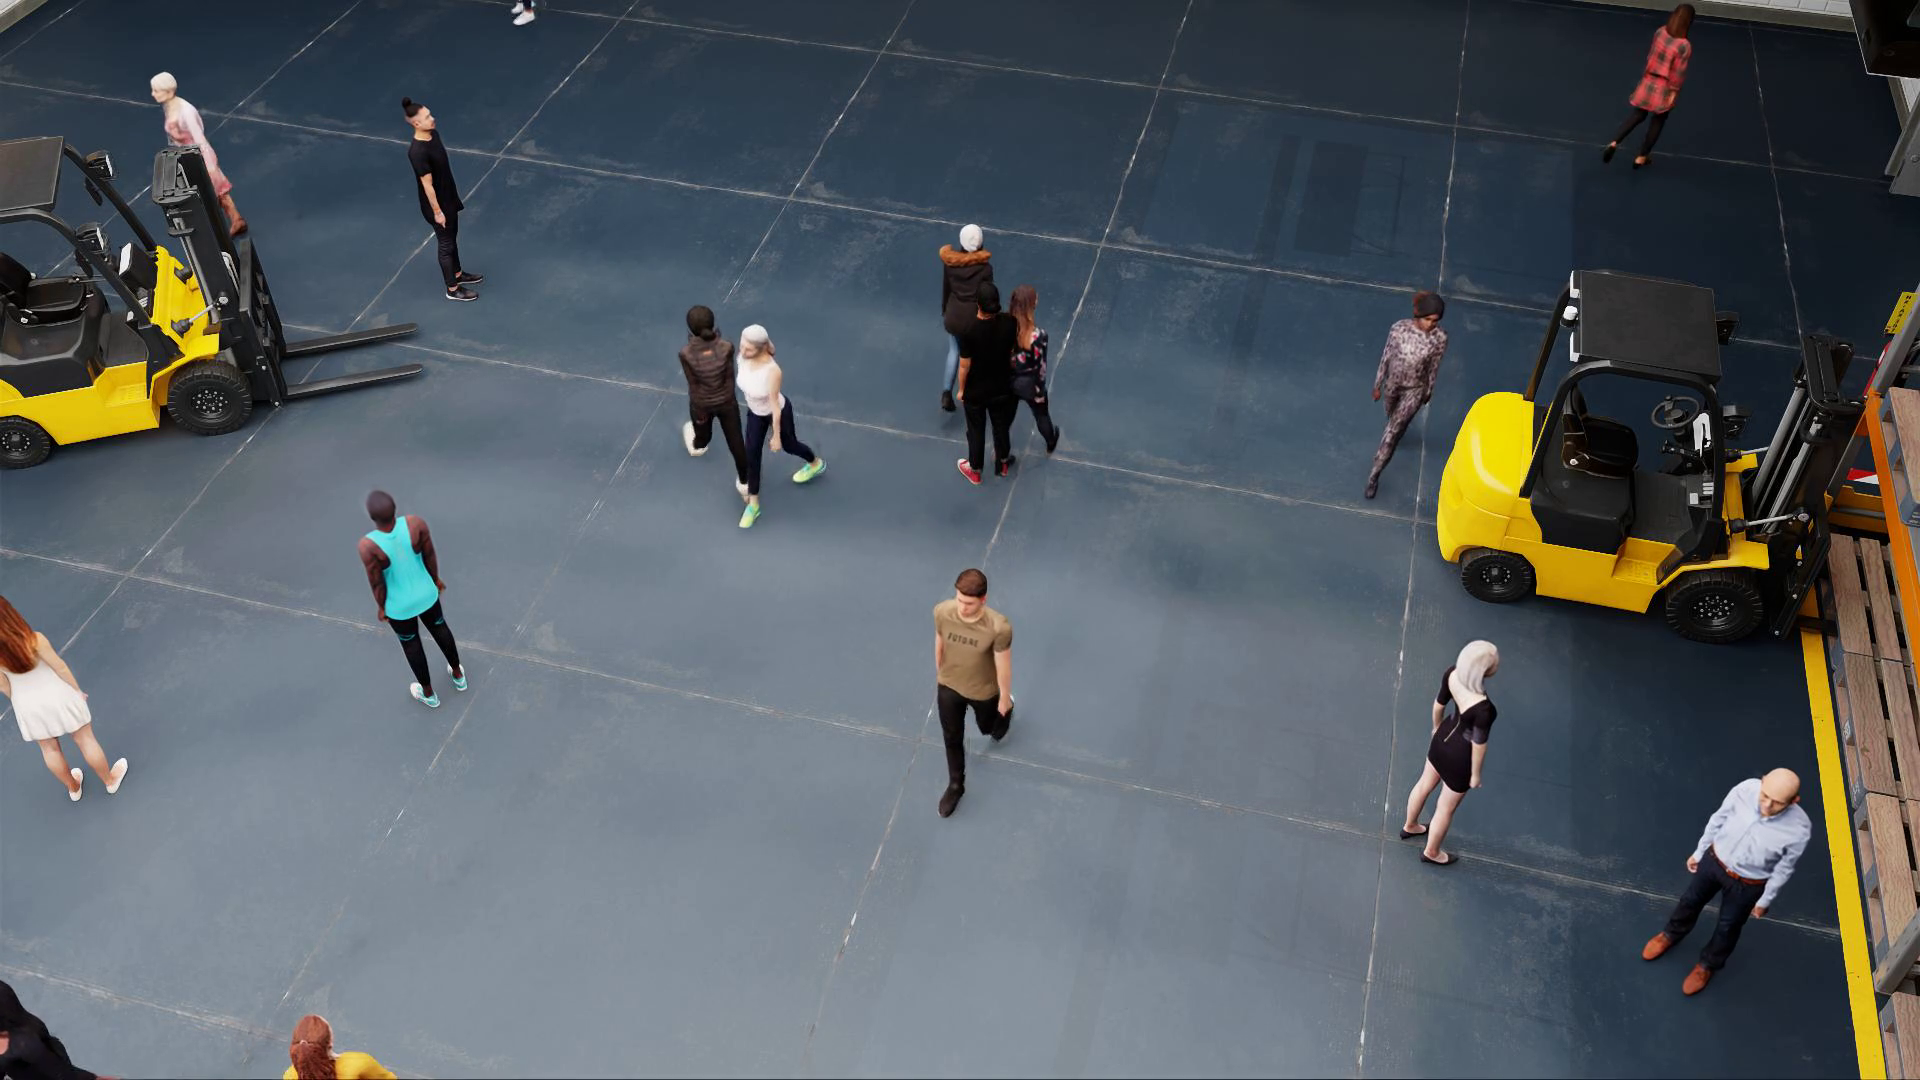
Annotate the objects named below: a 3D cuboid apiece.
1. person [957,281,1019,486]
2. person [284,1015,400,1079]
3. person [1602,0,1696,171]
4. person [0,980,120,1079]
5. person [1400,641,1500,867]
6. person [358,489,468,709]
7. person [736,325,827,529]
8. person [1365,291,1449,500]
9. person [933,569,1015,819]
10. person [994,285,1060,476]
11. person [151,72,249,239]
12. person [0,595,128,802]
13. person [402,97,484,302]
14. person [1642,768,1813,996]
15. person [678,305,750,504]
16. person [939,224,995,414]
[{"bbox_3d":[0.198,-1.159,12.229,0.731,1.758,0.774,-17,46,-17],"label":"person"},{"bbox_3d":[-2.909,2.905,8.016,0.969,1.687,1.257,-7,44,-8],"label":"person"},{"bbox_3d":[6.411,-4.161,15.431,0.985,1.688,0.927,-21,47,-21],"label":"person"},{"bbox_3d":[-4.452,2.645,8.299,0.916,1.672,1.231,26,50,25],"label":"person"},{"bbox_3d":[2.870,1.234,9.666,0.718,1.830,0.621,-15,46,-15],"label":"person"},{"bbox_3d":[-3.499,0.364,10.593,0.636,1.811,0.740,-31,51,-28],"label":"person"},{"bbox_3d":[-1.319,-0.922,12.049,1.195,1.664,0.904,-34,53,-30],"label":"person"},{"bbox_3d":[3.306,-1.158,12.289,0.771,1.676,1.205,26,49,24],"label":"person"},{"bbox_3d":[0.105,0.823,10.098,0.770,1.829,1.168,16,46,16],"label":"person"},{"bbox_3d":[0.401,-1.154,12.300,0.795,1.654,0.979,29,51,27],"label":"person"},{"bbox_3d":[-6.608,-3.353,14.595,0.807,1.673,0.914,32,52,29],"label":"person"},{"bbox_3d":[-5.533,0.955,10.045,0.642,1.712,0.667,-10,45,-10],"label":"person"},{"bbox_3d":[-4.380,-2.884,13.964,0.811,1.864,0.647,-3,44,-3],"label":"person"},{"bbox_3d":[4.229,1.817,9.085,0.770,1.787,0.733,-27,50,-26],"label":"person"},{"bbox_3d":[-1.824,-1.080,12.244,1.127,1.624,0.955,7,44,7],"label":"person"},{"bbox_3d":[0.030,-1.702,12.907,0.697,1.610,1.033,15,46,15],"label":"person"}]
